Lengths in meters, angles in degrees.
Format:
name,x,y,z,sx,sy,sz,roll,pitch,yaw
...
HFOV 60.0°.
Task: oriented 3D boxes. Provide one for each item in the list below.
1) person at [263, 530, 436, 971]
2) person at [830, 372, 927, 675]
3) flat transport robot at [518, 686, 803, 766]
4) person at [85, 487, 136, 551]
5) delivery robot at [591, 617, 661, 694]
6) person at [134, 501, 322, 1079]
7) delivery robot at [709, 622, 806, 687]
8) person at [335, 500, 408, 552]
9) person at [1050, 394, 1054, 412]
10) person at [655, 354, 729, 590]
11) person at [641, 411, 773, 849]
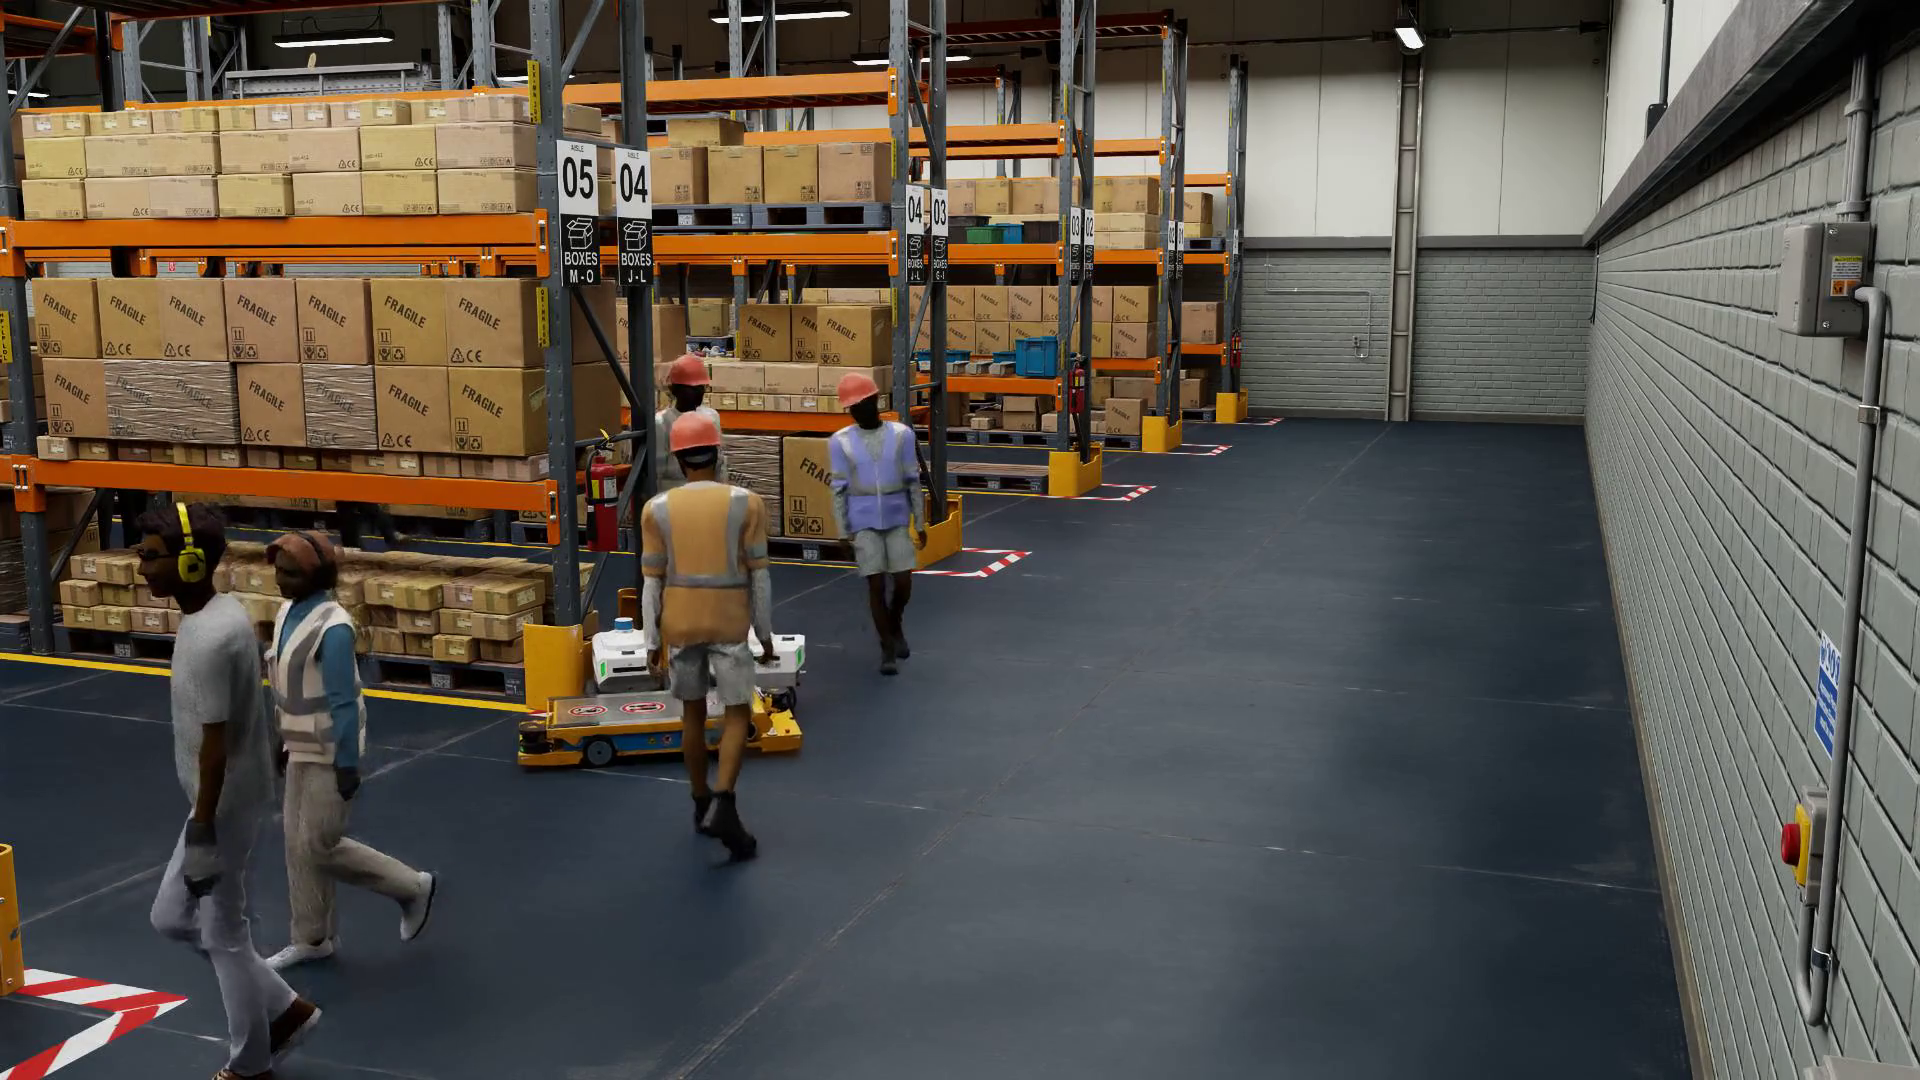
name,x,y,z,sx,sy,sz,roll,pitch,yaw
person,-2.236,0.750,5.958,0.526,1.617,0.539,-7,11,-36
person,-0.512,-0.109,10.473,0.599,1.897,0.511,-1,9,-6
flat transport robot,-1.587,0.969,8.781,1.431,0.197,0.652,-2,9,-13
person,-6.557,-0.482,12.948,0.506,1.843,0.351,-9,13,-44
delivery robot,-1.892,0.682,9.398,0.477,0.478,0.707,-2,9,-15
person,-2.225,0.799,4.908,0.394,1.853,0.568,-4,10,-24
delivery robot,-1.234,0.669,9.477,0.707,0.478,0.477,-1,9,-5
person,-5.031,-0.704,13.916,0.571,1.973,0.631,3,9,16
person,1.611,-2.594,25.855,0.931,1.938,0.594,5,10,29
person,-1.874,-0.246,11.059,1.049,1.995,0.616,5,10,29
person,-1.119,0.400,7.280,0.573,1.903,0.722,0,9,1
